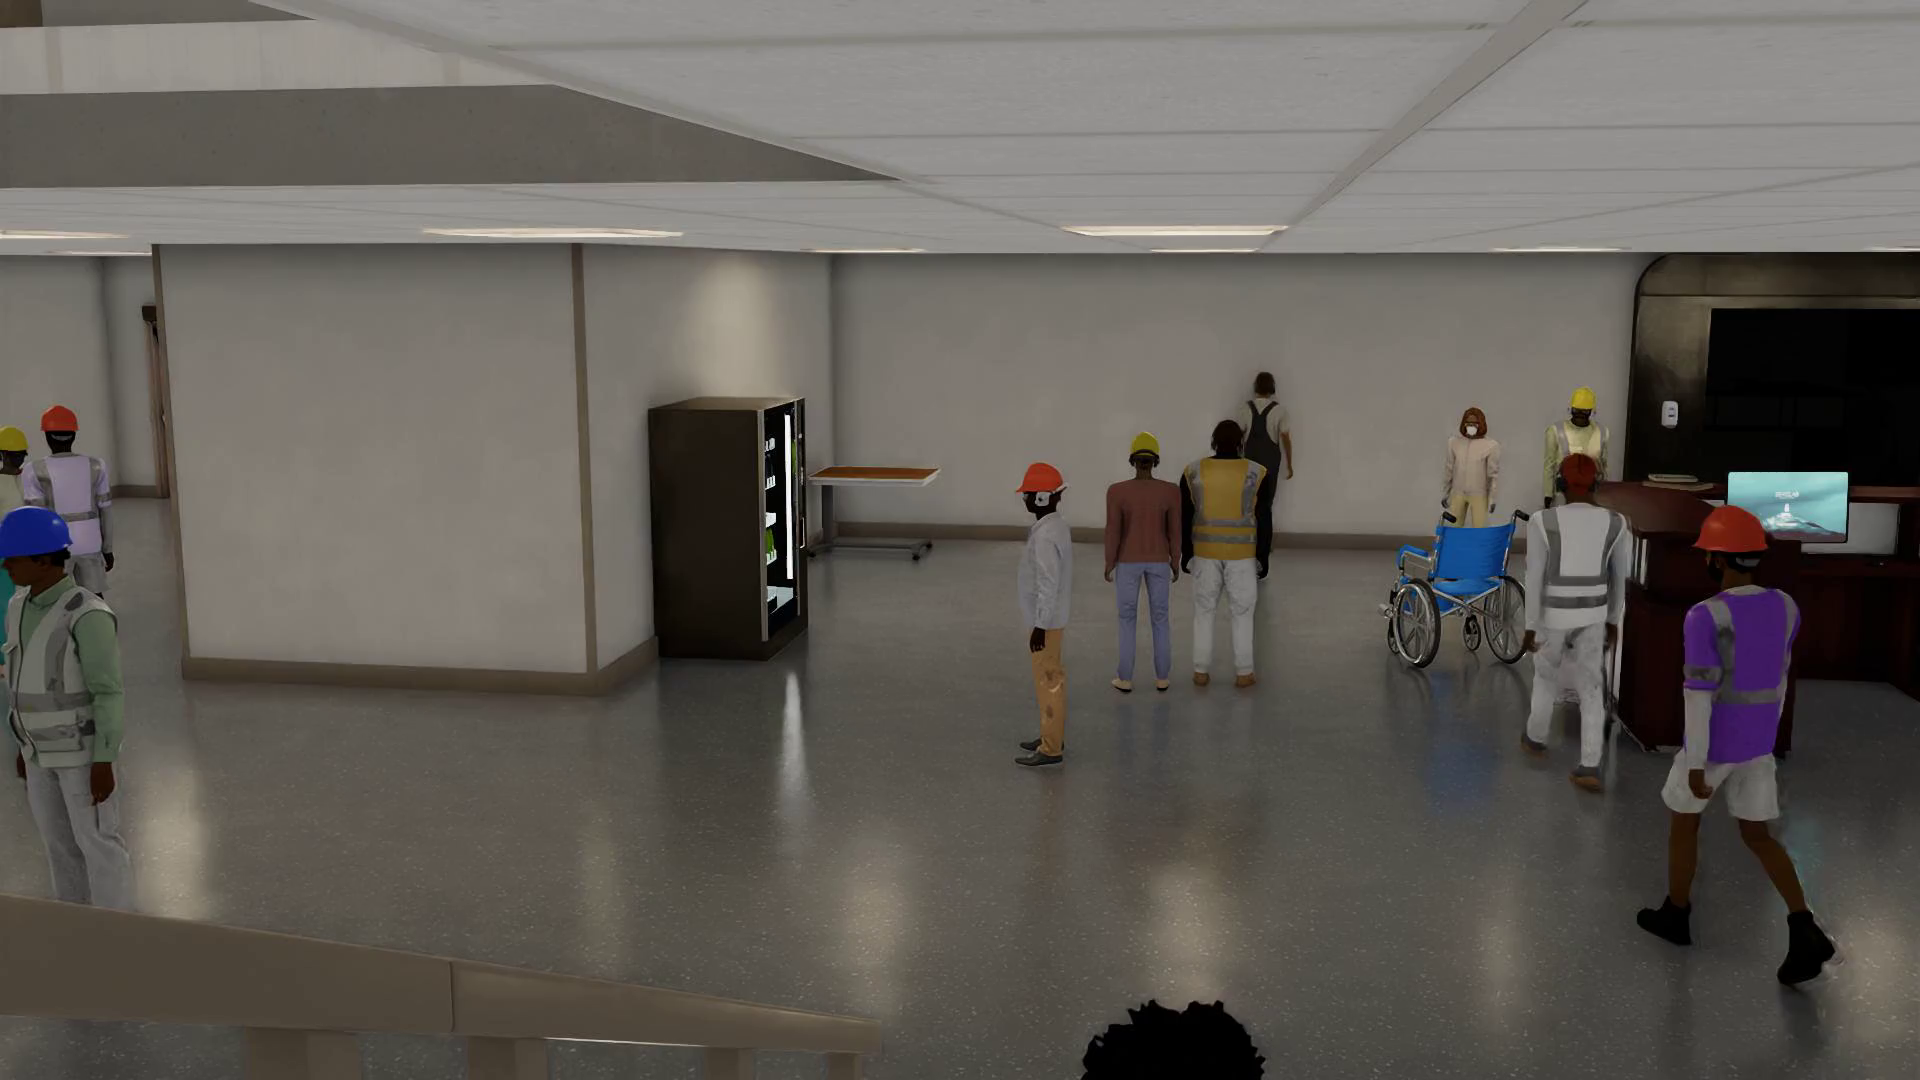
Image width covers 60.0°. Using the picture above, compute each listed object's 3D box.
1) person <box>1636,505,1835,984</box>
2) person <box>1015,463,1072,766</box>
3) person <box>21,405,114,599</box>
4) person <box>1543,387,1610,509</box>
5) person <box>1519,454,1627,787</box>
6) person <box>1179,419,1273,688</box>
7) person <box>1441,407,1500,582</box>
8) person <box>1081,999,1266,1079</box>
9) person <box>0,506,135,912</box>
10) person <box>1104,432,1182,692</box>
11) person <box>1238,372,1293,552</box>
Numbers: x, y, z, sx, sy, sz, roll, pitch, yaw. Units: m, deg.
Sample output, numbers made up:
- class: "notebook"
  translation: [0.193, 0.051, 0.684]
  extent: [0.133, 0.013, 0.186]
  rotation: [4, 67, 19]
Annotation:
- class: "person"
  translation: [3.172, 0.816, 6.737]
  extent: [0.549, 1.910, 0.858]
  rotation: [-2, 10, -15]
- class: "person"
  translation: [0.475, 0.425, 9.600]
  extent: [0.330, 1.750, 0.572]
  rotation: [1, 9, 9]
- class: "person"
  translation: [-6.078, 0.050, 11.351]
  extent: [0.371, 1.935, 0.551]
  rotation: [9, 13, 43]
- class: "person"
  translation: [5.446, -0.437, 14.692]
  extent: [0.591, 1.828, 0.404]
  rotation: [-1, 9, -4]
- class: "person"
  translation: [3.456, 0.426, 9.380]
  extent: [0.593, 1.833, 1.007]
  rotation: [0, 9, 2]
- class: "person"
  translation: [1.814, 0.095, 11.376]
  extent: [0.636, 1.841, 0.429]
  rotation: [3, 10, 15]
- class: "person"
  translation: [4.604, -0.386, 15.013]
  extent: [0.505, 1.627, 0.286]
  rotation: [7, 11, 35]
- class: "person"
  translation: [0.293, 1.528, 2.190]
  extent: [0.598, 1.958, 0.375]
  rotation: [6, 11, 33]
- class: "person"
  translation: [-3.542, 0.821, 6.571]
  extent: [0.608, 1.943, 0.402]
  rotation: [6, 11, 31]
- class: "person"
  translation: [1.233, 0.152, 11.259]
  extent: [0.534, 1.767, 0.314]
  rotation: [-1, 9, -5]
- class: "person"
  translation: [3.086, -0.786, 16.831]
  extent: [0.554, 1.833, 0.515]
  rotation: [4, 10, 23]
